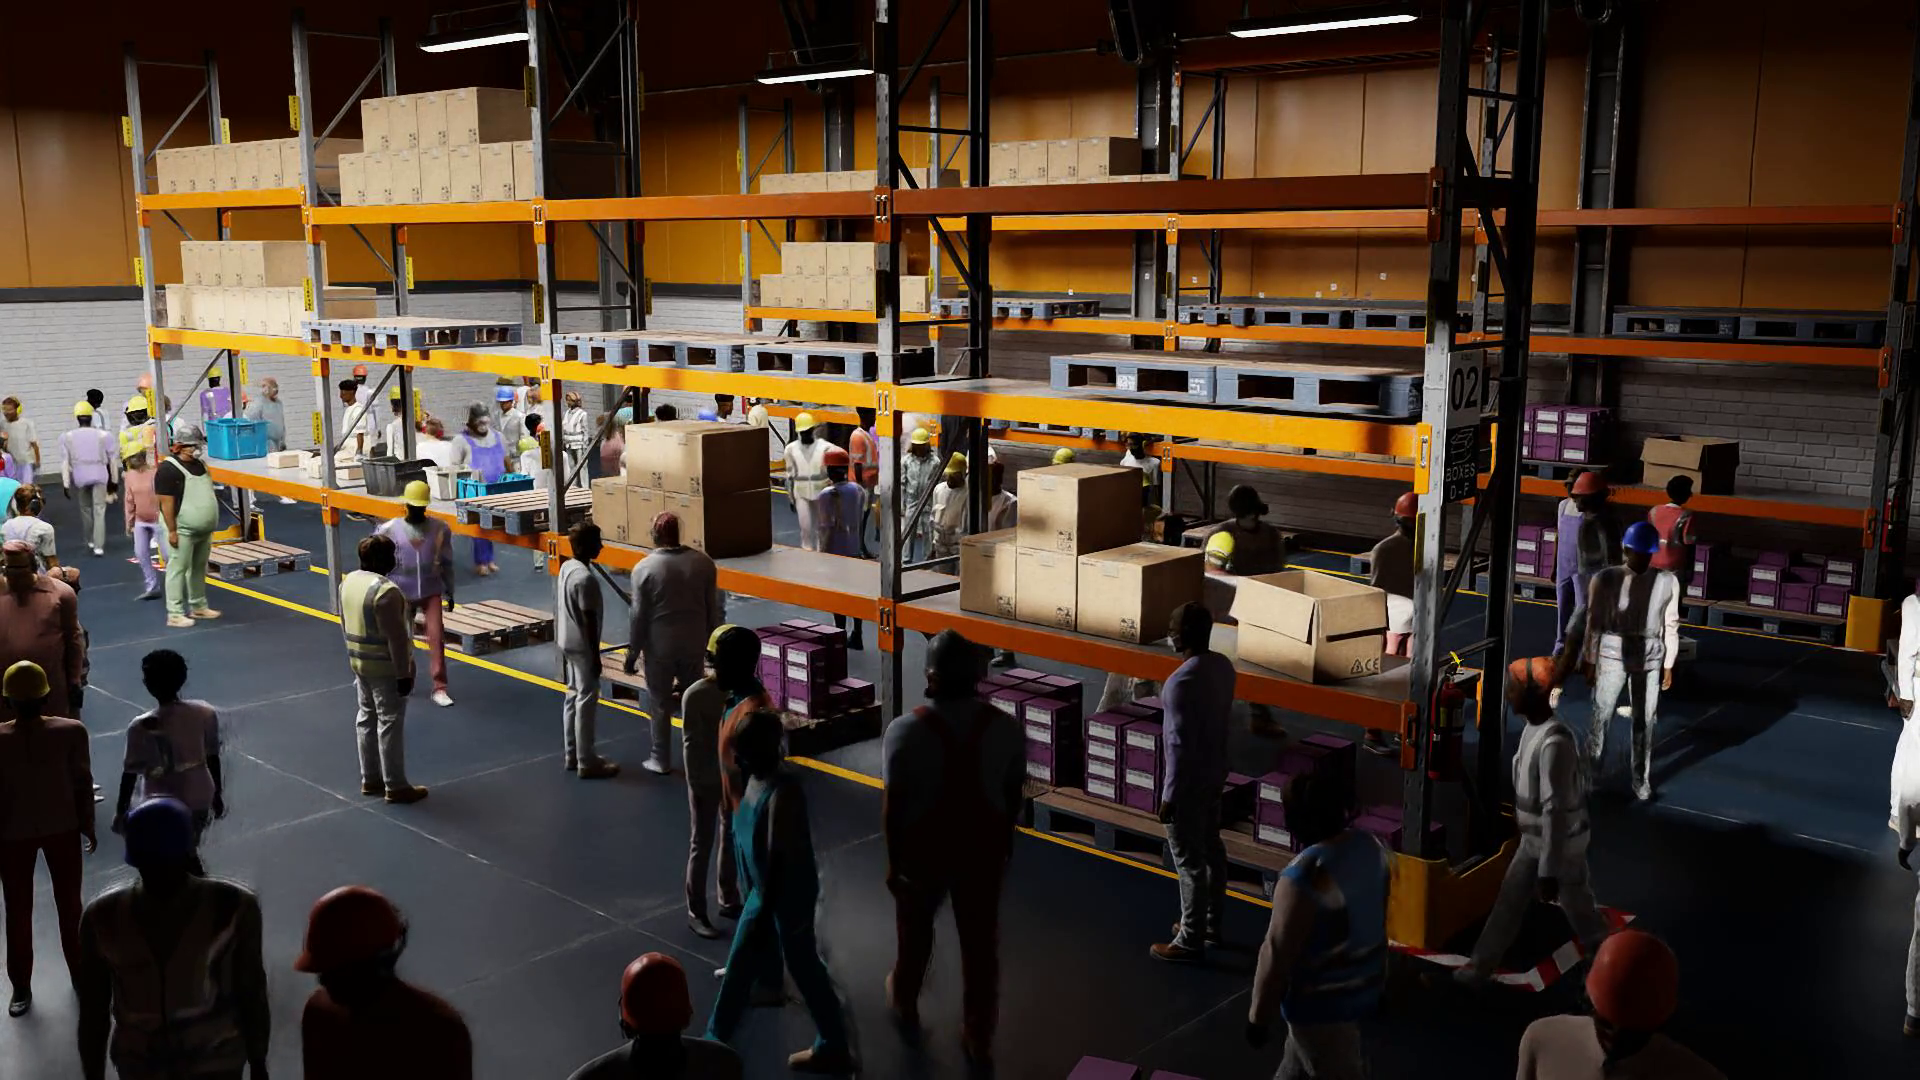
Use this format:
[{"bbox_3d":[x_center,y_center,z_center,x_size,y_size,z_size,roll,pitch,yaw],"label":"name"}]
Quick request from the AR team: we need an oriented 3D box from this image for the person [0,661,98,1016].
[{"bbox_3d":[-4.563,1.456,8.241,0.530,1.766,0.318,-7,12,-34],"label":"person"}]

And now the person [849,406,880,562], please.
[{"bbox_3d":[-1.139,-0.690,19.804,0.362,1.963,0.613,1,10,8],"label":"person"}]

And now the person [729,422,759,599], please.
[{"bbox_3d":[-2.369,-0.320,17.890,0.391,1.911,0.582,-2,10,-9],"label":"person"}]

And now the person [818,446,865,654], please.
[{"bbox_3d":[-1.124,0.097,15.435,0.379,1.937,0.547,8,13,39],"label":"person"}]

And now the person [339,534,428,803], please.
[{"bbox_3d":[-3.934,0.868,11.343,0.634,1.842,0.429,8,13,39],"label":"person"}]

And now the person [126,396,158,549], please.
[{"bbox_3d":[-10.187,-0.854,20.880,0.399,1.913,0.595,-5,11,-25],"label":"person"}]

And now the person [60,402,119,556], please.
[{"bbox_3d":[-10.686,-0.757,20.439,0.606,1.870,1.014,-5,11,-26],"label":"person"}]

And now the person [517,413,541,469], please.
[{"bbox_3d":[-5.343,-0.752,20.962,0.322,1.687,0.570,4,11,22],"label":"person"}]

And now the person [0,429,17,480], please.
[{"bbox_3d":[-11.358,-0.499,19.676,0.528,1.630,0.314,4,11,20],"label":"person"}]

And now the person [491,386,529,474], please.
[{"bbox_3d":[-5.982,-1.082,22.116,0.616,1.939,0.420,5,11,24],"label":"person"}]

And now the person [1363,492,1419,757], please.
[{"bbox_3d":[3.301,0.620,12.355,0.615,1.984,0.408,-6,11,-29],"label":"person"}]

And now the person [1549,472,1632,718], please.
[{"bbox_3d":[5.161,0.447,13.405,0.616,1.972,1.043,-9,13,-41],"label":"person"}]

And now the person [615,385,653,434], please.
[{"bbox_3d":[-4.217,-1.039,21.554,0.605,2.045,0.378,2,10,9],"label":"person"}]

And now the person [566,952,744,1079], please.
[{"bbox_3d":[-0.882,2.049,4.916,0.561,1.752,0.324,-5,11,-26],"label":"person"}]

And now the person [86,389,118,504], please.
[{"bbox_3d":[-12.616,-1.375,24.431,0.318,1.697,0.540,-2,10,-10],"label":"person"}]

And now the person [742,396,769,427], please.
[{"bbox_3d":[-2.989,-1.375,24.312,0.353,1.743,0.566,2,10,13],"label":"person"}]

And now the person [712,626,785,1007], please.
[{"bbox_3d":[-1.034,1.368,8.305,0.395,1.919,0.590,-2,10,-14],"label":"person"}]

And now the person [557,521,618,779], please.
[{"bbox_3d":[-2.680,0.778,11.848,0.329,1.842,0.515,-6,12,-30],"label":"person"}]

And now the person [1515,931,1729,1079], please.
[{"bbox_3d":[1.922,1.974,4.809,0.646,1.957,0.797,10,14,43],"label":"person"}]

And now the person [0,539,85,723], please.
[{"bbox_3d":[-6.065,0.929,10.841,0.643,1.901,0.400,-5,11,-26],"label":"person"}]

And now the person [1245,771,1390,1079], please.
[{"bbox_3d":[1.358,1.760,6.467,1.000,1.777,0.635,9,14,42],"label":"person"}]

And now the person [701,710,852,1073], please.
[{"bbox_3d":[-0.886,1.601,7.359,0.959,1.783,0.565,-5,11,-25],"label":"person"}]

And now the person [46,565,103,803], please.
[{"bbox_3d":[-6.056,0.986,11.277,0.313,1.634,0.514,-7,12,-34],"label":"person"}]

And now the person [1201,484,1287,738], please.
[{"bbox_3d":[2.165,0.545,12.612,0.777,2.000,0.535,-4,11,-20],"label":"person"}]

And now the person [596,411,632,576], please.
[{"bbox_3d":[-3.943,-0.516,18.948,0.551,1.915,0.672,-6,12,-30],"label":"person"}]

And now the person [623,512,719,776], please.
[{"bbox_3d":[-2.062,0.742,11.917,0.694,1.895,0.401,-6,12,-30],"label":"person"}]

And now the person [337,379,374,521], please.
[{"bbox_3d":[-8.350,-1.247,22.990,0.385,1.958,0.607,-6,12,-30],"label":"person"}]

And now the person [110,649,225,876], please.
[{"bbox_3d":[-4.232,1.396,8.863,0.853,1.646,0.549,4,11,21],"label":"person"}]

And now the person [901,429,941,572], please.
[{"bbox_3d":[-0.441,-0.392,18.755,0.491,1.740,0.319,-2,10,-13],"label":"person"}]

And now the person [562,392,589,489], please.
[{"bbox_3d":[-5.673,-1.366,24.545,0.511,1.641,0.309,7,12,35],"label":"person"}]

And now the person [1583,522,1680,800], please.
[{"bbox_3d":[4.567,0.823,11.340,0.608,1.938,0.422,2,10,9],"label":"person"}]

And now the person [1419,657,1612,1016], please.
[{"bbox_3d":[2.809,1.467,8.041,1.013,1.824,0.660,1,10,7],"label":"person"}]

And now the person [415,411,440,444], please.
[{"bbox_3d":[-7.029,-0.889,21.868,0.279,1.634,0.499,9,14,42],"label":"person"}]
